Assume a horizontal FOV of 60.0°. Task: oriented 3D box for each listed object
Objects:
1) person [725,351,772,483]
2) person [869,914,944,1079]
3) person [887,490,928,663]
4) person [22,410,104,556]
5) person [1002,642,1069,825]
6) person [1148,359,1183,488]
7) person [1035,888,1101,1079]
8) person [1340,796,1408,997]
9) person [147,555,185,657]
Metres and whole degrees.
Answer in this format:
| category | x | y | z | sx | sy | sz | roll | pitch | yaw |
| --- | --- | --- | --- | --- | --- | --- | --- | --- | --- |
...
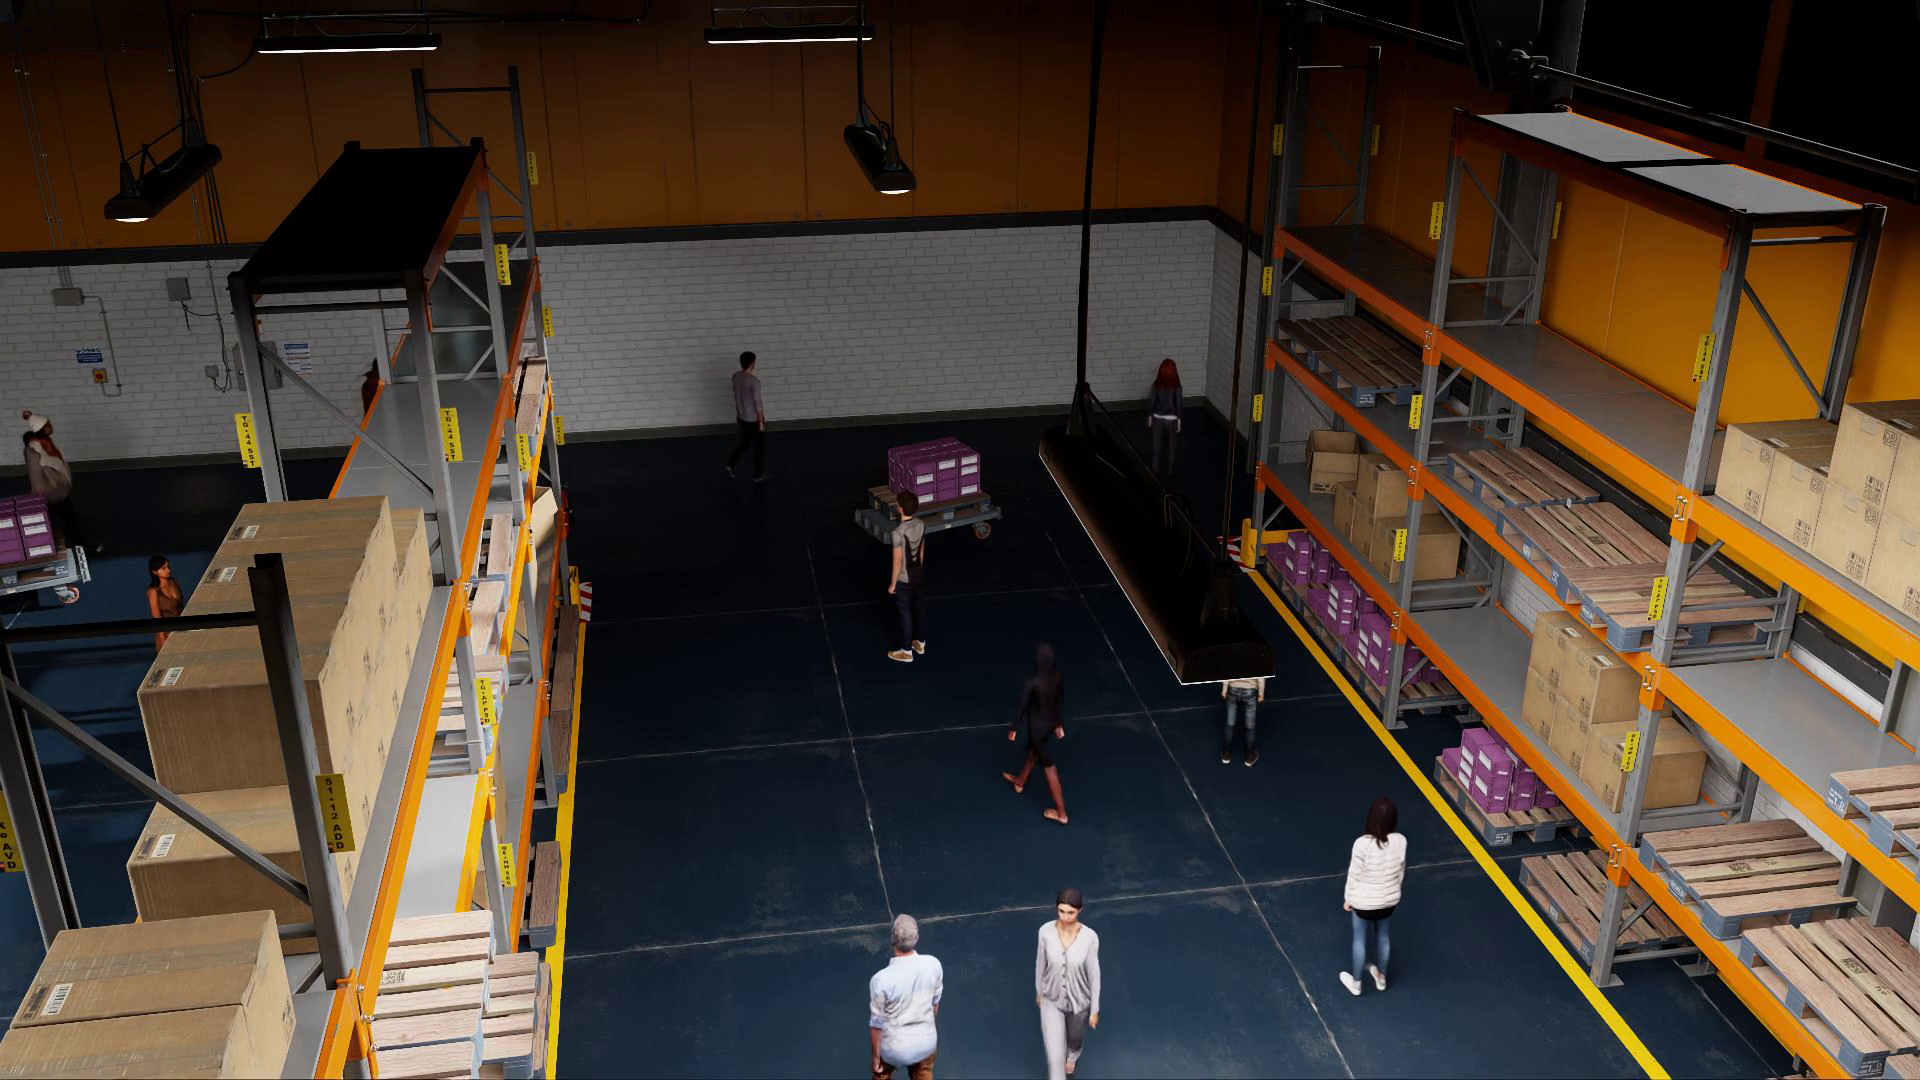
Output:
| category | x | y | z | sx | sy | sz | roll | pitch | yaw |
| --- | --- | --- | --- | --- | --- | --- | --- | --- | --- |
| person | -2.858 | -1.599 | 22.070 | 1.004 | 1.824 | 1.038 | 19 | 30 | 37 |
| person | -0.320 | 3.309 | 10.862 | 0.799 | 1.808 | 0.860 | -10 | 26 | -22 |
| person | -0.540 | 0.371 | 17.474 | 0.773 | 1.897 | 0.732 | 18 | 30 | 36 |
| person | -10.974 | -0.653 | 19.866 | 0.805 | 1.856 | 1.117 | -6 | 24 | -14 |
| person | 0.787 | 1.727 | 14.643 | 1.177 | 1.679 | 1.026 | 21 | 31 | 39 |
| person | 2.683 | -1.509 | 21.949 | 0.898 | 1.757 | 1.072 | 8 | 25 | 17 |
| person | 0.752 | 3.110 | 11.418 | 0.861 | 1.727 | 1.202 | 4 | 24 | 9 |
| person | 3.123 | 2.681 | 12.519 | 0.626 | 1.632 | 0.565 | -6 | 24 | -13 |
| person | -7.794 | 0.929 | 16.455 | 0.695 | 1.690 | 0.567 | 5 | 24 | 11 |
